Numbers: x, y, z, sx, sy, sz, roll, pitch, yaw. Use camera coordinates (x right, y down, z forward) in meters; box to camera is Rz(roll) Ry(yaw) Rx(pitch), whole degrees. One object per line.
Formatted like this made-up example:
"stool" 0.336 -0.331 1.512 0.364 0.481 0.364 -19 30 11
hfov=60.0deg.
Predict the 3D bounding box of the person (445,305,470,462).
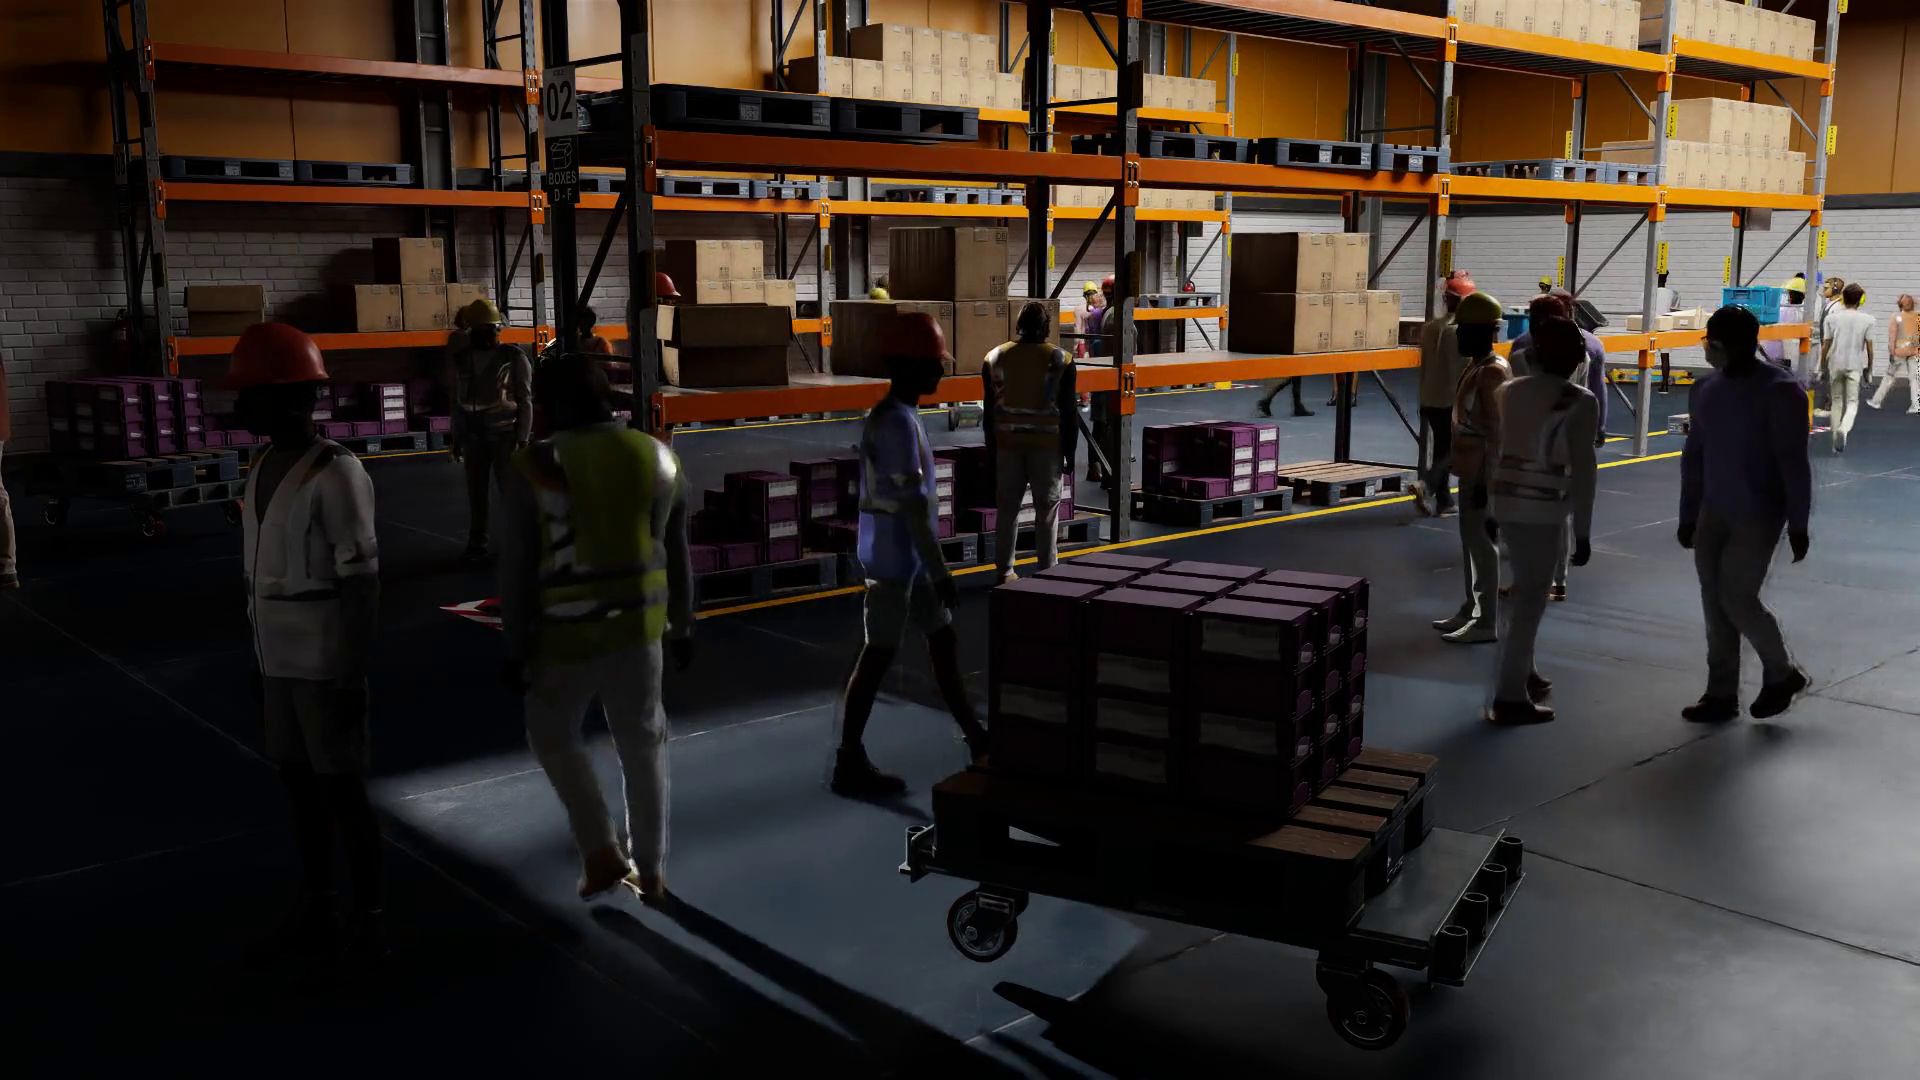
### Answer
"person" -5.060 -1.628 17.328 0.511 1.606 0.732 8 12 38

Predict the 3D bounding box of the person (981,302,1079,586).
"person" 0.453 -0.587 10.589 0.626 1.837 0.429 3 10 15

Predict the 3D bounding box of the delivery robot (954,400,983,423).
"delivery robot" 0.103 -1.677 20.425 0.477 0.478 0.707 0 10 -2

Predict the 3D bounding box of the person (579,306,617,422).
"person" -3.577 -1.487 16.380 0.539 1.661 0.860 4 10 22

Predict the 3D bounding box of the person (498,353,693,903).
"person" -1.173 0.308 5.382 0.674 1.819 0.448 -7 12 -36

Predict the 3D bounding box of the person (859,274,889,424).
"person" -1.020 -2.417 21.112 0.665 1.896 0.679 6 11 30

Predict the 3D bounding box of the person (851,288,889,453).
"person" -0.869 -1.849 18.143 0.604 1.789 0.952 8 13 40

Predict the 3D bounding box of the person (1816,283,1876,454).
"person" 9.424 -1.812 17.742 0.545 1.849 0.654 7 12 34

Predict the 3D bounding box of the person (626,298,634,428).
"person" -3.467 -2.020 18.359 0.377 2.044 0.608 -6 11 -31

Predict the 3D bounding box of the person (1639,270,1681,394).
"person" 10.796 -3.232 25.722 0.598 1.958 0.371 2 10 11

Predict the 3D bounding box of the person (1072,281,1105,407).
"person" 1.831 -2.767 23.546 0.533 1.767 0.327 -4 10 -20

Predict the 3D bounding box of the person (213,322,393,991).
"person" -1.921 0.341 4.843 0.553 1.935 0.361 8 12 38

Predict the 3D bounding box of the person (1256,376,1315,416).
"person" 4.307 -2.555 21.912 0.827 1.905 0.541 -3 10 -15

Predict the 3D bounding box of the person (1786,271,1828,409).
"person" 11.663 -2.748 22.976 0.645 1.931 0.465 -1 10 -7

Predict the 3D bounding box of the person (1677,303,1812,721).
"person" 3.518 -0.099 7.490 0.476 1.917 0.688 -3 10 -19

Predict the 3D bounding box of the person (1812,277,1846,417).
"person" 11.506 -2.545 22.012 0.345 1.846 0.506 3 10 16

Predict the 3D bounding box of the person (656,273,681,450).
"person" -2.335 -1.067 12.916 0.381 1.994 0.622 -5 11 -26

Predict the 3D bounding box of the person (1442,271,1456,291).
"person" 8.547 -3.756 29.030 0.515 1.872 0.328 8 12 38

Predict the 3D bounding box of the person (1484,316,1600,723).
"person" 2.670 -0.109 7.734 0.723 1.844 0.674 -5 11 -29

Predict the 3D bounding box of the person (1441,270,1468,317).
"person" 7.918 -3.333 26.471 0.399 1.899 0.643 -8 12 -38

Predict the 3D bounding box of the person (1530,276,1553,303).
"person" 10.414 -3.817 29.690 0.311 1.768 0.532 -10 14 -44

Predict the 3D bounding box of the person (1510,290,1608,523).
"person" 4.259 -0.833 11.877 0.671 1.880 0.544 6 11 30

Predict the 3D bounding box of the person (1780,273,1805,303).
"person" 12.503 -3.045 24.886 0.607 1.857 1.000 8 12 38

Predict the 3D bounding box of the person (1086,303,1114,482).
"person" 1.412 -1.395 15.756 0.323 1.691 0.536 6 11 32

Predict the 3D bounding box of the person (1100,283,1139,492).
"person" 1.445 -1.400 15.035 0.357 1.938 0.638 -1 10 -5

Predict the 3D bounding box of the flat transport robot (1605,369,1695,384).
"flat transport robot" 11.444 -2.724 27.661 1.431 0.197 0.652 3 10 19

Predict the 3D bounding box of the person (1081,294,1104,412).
"person" 1.829 -2.513 22.495 0.449 1.618 0.509 -9 13 -43

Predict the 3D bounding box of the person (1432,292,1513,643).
"person" 2.837 -0.394 9.179 0.371 1.925 0.595 1 10 8

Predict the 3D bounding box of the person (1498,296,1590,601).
"person" 3.558 -0.545 10.188 0.587 1.883 0.341 -4 10 -20

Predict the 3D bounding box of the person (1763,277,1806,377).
"person" 10.267 -2.396 21.080 0.845 1.869 0.578 5 11 27

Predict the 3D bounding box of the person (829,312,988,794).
"person" -0.099 0.073 6.527 0.910 1.901 0.557 0 10 2

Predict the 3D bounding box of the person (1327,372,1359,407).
"person" 5.476 -2.850 23.533 0.548 1.934 0.374 5 11 29

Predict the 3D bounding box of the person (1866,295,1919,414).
"person" 12.800 -2.522 22.617 0.533 1.595 0.861 -1 10 -5

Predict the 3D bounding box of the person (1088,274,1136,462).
"person" 1.573 -1.758 17.125 0.546 1.941 0.354 9 13 41

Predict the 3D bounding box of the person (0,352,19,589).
"person" -6.261 -0.671 10.599 0.378 1.996 0.611 -5 11 -29

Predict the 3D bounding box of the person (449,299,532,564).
"person" -3.245 -0.734 11.469 0.611 1.828 0.403 2 10 13

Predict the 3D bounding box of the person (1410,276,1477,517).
"person" 3.878 -1.125 13.347 0.686 1.967 0.618 -7 12 -34
